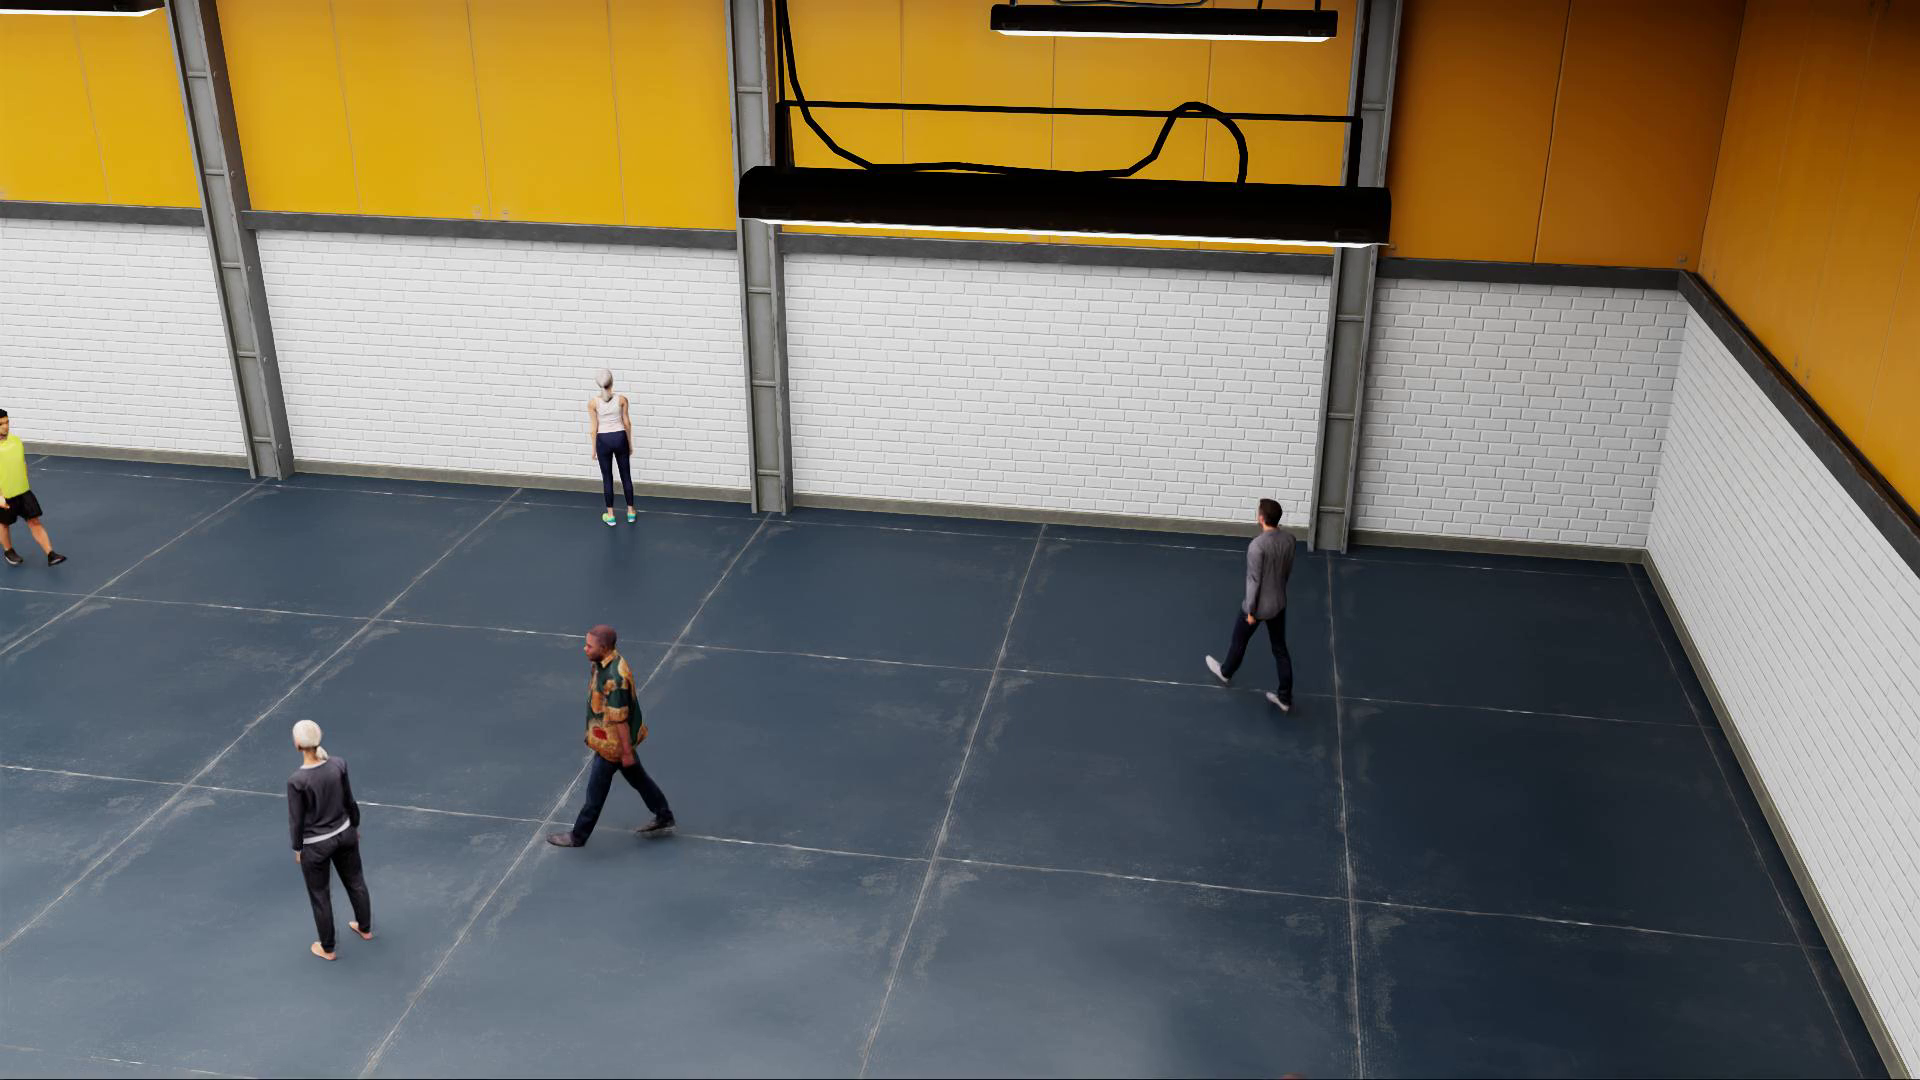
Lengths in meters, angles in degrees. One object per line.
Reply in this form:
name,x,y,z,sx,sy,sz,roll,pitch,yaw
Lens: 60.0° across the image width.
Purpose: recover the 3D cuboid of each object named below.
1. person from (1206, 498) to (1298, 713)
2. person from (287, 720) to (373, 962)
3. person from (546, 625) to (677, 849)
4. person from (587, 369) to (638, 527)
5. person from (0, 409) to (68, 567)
person,2.617,0.588,13.954,1.226,1.816,1.254,-14,27,-29
person,-4.168,1.948,10.954,0.687,1.726,0.685,19,30,36
person,-2.419,1.437,12.089,1.293,1.753,1.076,-8,25,-18
person,-3.701,-0.993,17.709,0.637,1.705,0.743,-8,25,-19
person,-9.569,-0.502,16.642,1.151,1.661,0.889,14,27,29
